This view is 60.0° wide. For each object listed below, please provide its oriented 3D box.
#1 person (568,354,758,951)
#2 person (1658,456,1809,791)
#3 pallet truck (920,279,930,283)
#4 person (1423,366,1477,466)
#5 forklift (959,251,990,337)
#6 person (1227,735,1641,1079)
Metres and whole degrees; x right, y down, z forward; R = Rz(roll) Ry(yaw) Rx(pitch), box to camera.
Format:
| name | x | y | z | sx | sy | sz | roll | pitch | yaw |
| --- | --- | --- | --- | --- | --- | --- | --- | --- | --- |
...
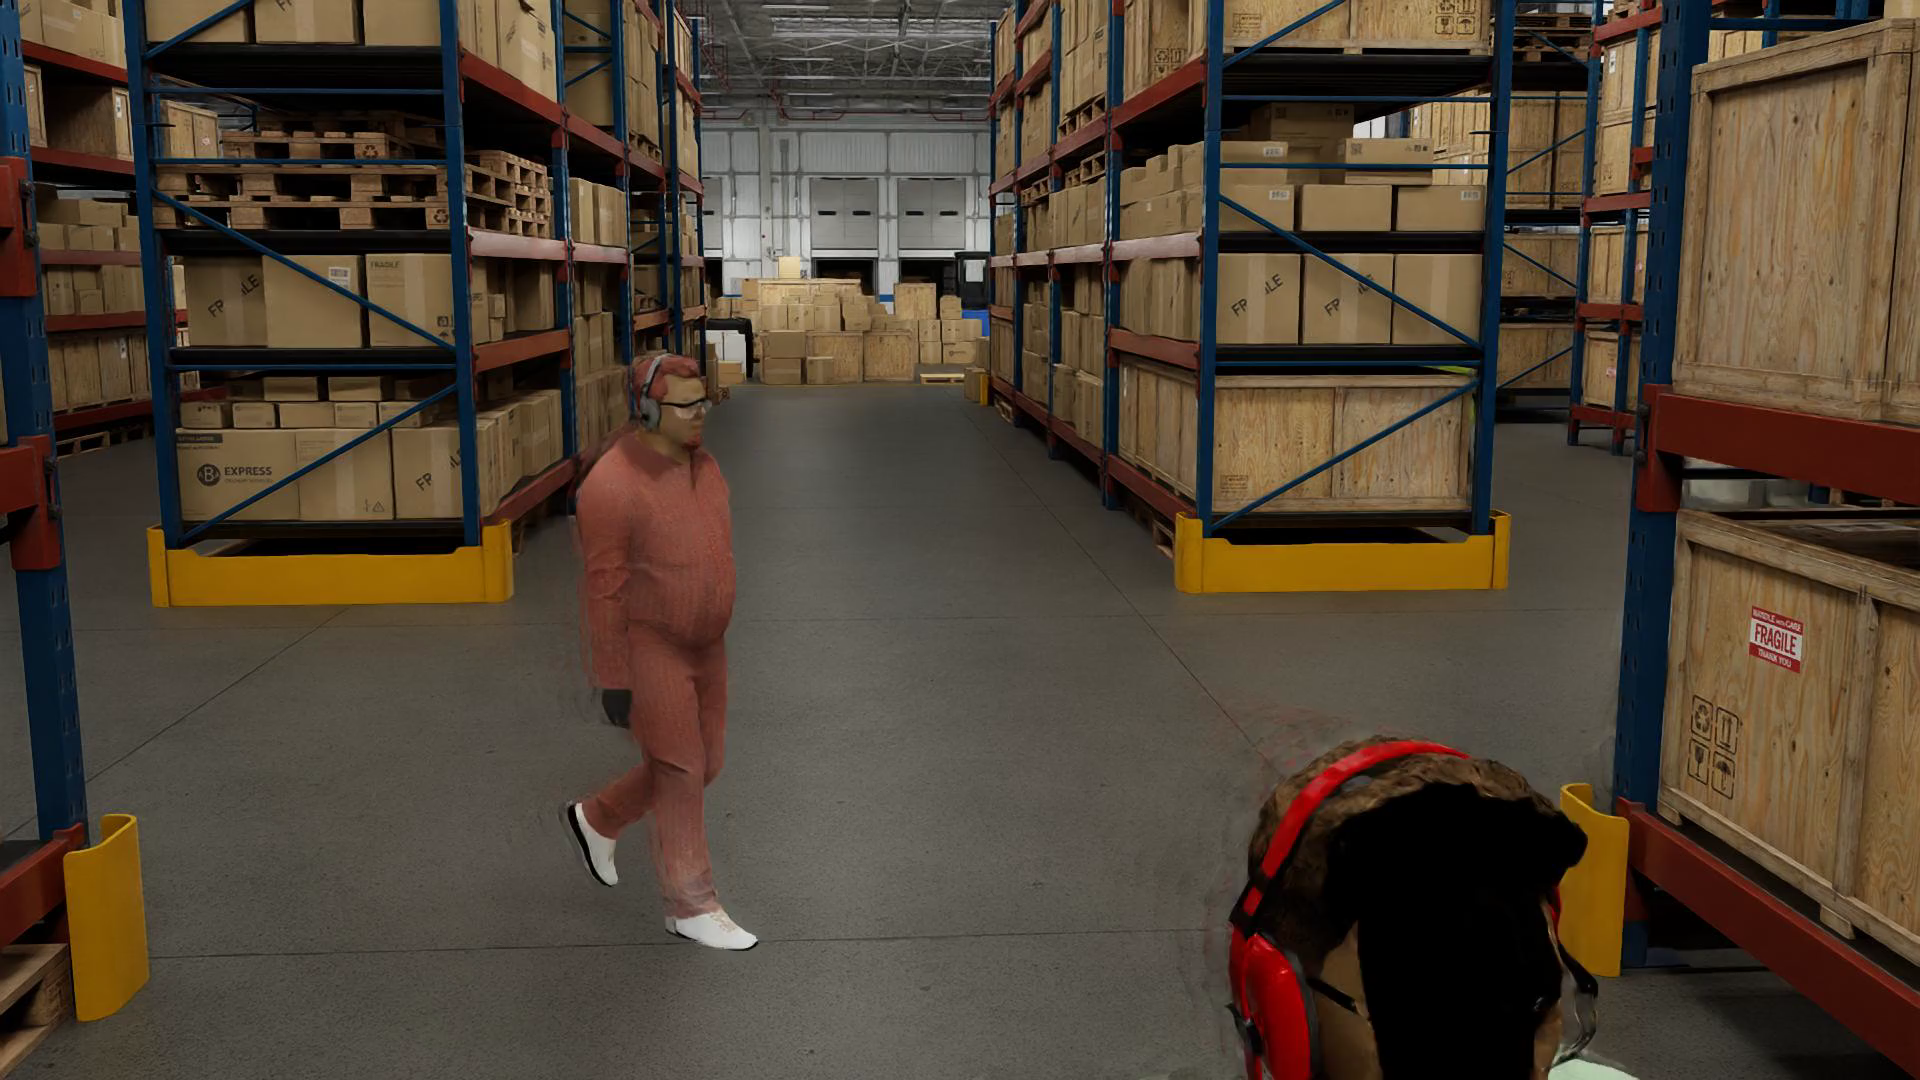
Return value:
| name | x | y | z | sx | sy | sz | roll | pitch | yaw |
| --- | --- | --- | --- | --- | --- | --- | --- | --- | --- |
| person | -0.983 | 0.345 | 5.297 | 0.724 | 1.884 | 0.639 | 4 | 10 | 25 |
| person | 2.997 | 0.080 | 6.543 | 0.786 | 2.014 | 0.618 | -7 | 11 | -37 |
| pallet truck | -0.932 | -8.922 | 63.114 | 1.885 | 1.965 | 0.823 | 2 | 9 | 13 |
| person | 4.354 | -1.073 | 14.786 | 0.550 | 1.683 | 0.417 | 2 | 9 | 11 |
| forklift | 0.431 | -7.232 | 49.740 | 1.129 | 2.768 | 1.873 | -1 | 9 | -4 |
| person | 0.280 | 1.011 | 1.290 | 0.581 | 1.824 | 0.629 | -4 | 10 | -25 |
